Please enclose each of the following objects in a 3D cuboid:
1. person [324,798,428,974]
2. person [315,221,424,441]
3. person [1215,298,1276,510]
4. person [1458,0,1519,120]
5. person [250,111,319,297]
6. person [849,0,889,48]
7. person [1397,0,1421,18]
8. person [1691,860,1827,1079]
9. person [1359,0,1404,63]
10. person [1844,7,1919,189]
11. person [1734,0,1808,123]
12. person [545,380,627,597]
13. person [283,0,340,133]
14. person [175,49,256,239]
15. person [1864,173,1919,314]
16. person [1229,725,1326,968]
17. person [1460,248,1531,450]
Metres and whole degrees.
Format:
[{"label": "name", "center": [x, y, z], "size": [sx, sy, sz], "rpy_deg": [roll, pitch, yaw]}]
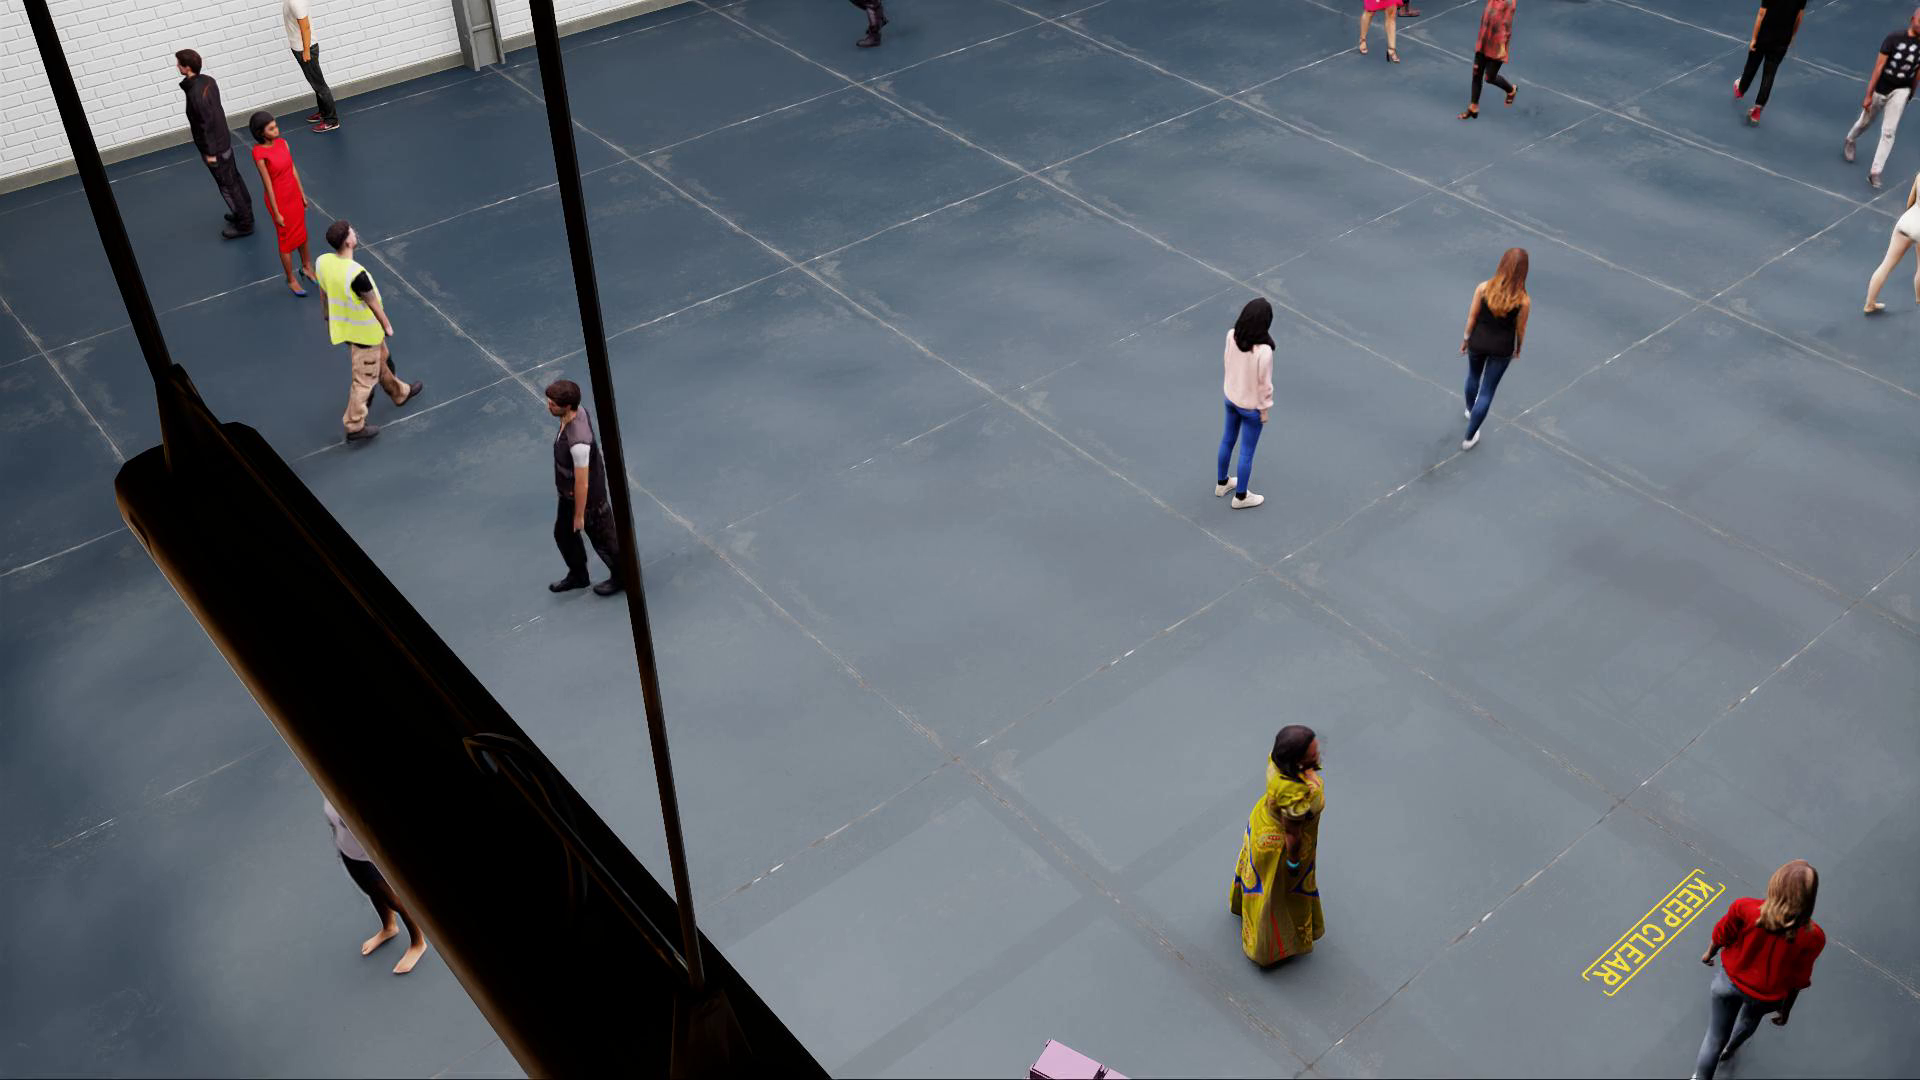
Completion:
[{"label": "person", "center": [-3.225, 1.698, 9.082], "size": [0.636, 1.733, 0.598], "rpy_deg": [23, 44, 26]}, {"label": "person", "center": [-4.805, -1.633, 13.192], "size": [0.937, 1.809, 1.234], "rpy_deg": [22, 44, 26]}, {"label": "person", "center": [2.132, -1.029, 12.467], "size": [0.581, 1.770, 0.667], "rpy_deg": [-22, 43, -25]}, {"label": "person", "center": [5.811, -5.348, 17.939], "size": [0.970, 1.690, 0.798], "rpy_deg": [-12, 40, -15]}, {"label": "person", "center": [-6.097, -3.040, 15.008], "size": [0.699, 1.742, 0.598], "rpy_deg": [12, 40, 14]}, {"label": "person", "center": [-1.015, -6.772, 19.553], "size": [0.794, 1.902, 0.759], "rpy_deg": [-18, 42, -22]}, {"label": "person", "center": [5.540, -7.369, 20.354], "size": [0.732, 1.835, 0.772], "rpy_deg": [-11, 40, -13]}, {"label": "person", "center": [3.946, 2.308, 8.361], "size": [0.803, 1.679, 0.970], "rpy_deg": [20, 43, 23]}, {"label": "person", "center": [4.862, -6.466, 19.331], "size": [0.956, 1.700, 0.832], "rpy_deg": [-13, 40, -16]}, {"label": "person", "center": [9.413, -4.575, 16.904], "size": [1.104, 1.774, 1.278], "rpy_deg": [10, 40, 12]}, {"label": "person", "center": [8.776, -5.361, 17.941], "size": [1.100, 1.709, 1.222], "rpy_deg": [7, 39, 9]}, {"label": "person", "center": [-2.520, -0.357, 11.576], "size": [0.936, 1.832, 0.840], "rpy_deg": [-14, 41, -17]}, {"label": "person", "center": [-6.983, -5.286, 17.770], "size": [0.611, 1.804, 0.680], "rpy_deg": [-18, 42, -21]}, {"label": "person", "center": [-7.105, -3.795, 15.876], "size": [0.756, 1.838, 0.802], "rpy_deg": [-9, 39, -11]}, {"label": "person", "center": [8.386, -2.708, 14.694], "size": [1.017, 1.615, 0.747], "rpy_deg": [-16, 41, -19]}, {"label": "person", "center": [1.785, 1.644, 9.209], "size": [1.040, 1.659, 1.000], "rpy_deg": [0, 39, 0]}, {"label": "person", "center": [4.143, -1.469, 13.077], "size": [0.744, 1.697, 0.963], "rpy_deg": [22, 44, 26]}]
